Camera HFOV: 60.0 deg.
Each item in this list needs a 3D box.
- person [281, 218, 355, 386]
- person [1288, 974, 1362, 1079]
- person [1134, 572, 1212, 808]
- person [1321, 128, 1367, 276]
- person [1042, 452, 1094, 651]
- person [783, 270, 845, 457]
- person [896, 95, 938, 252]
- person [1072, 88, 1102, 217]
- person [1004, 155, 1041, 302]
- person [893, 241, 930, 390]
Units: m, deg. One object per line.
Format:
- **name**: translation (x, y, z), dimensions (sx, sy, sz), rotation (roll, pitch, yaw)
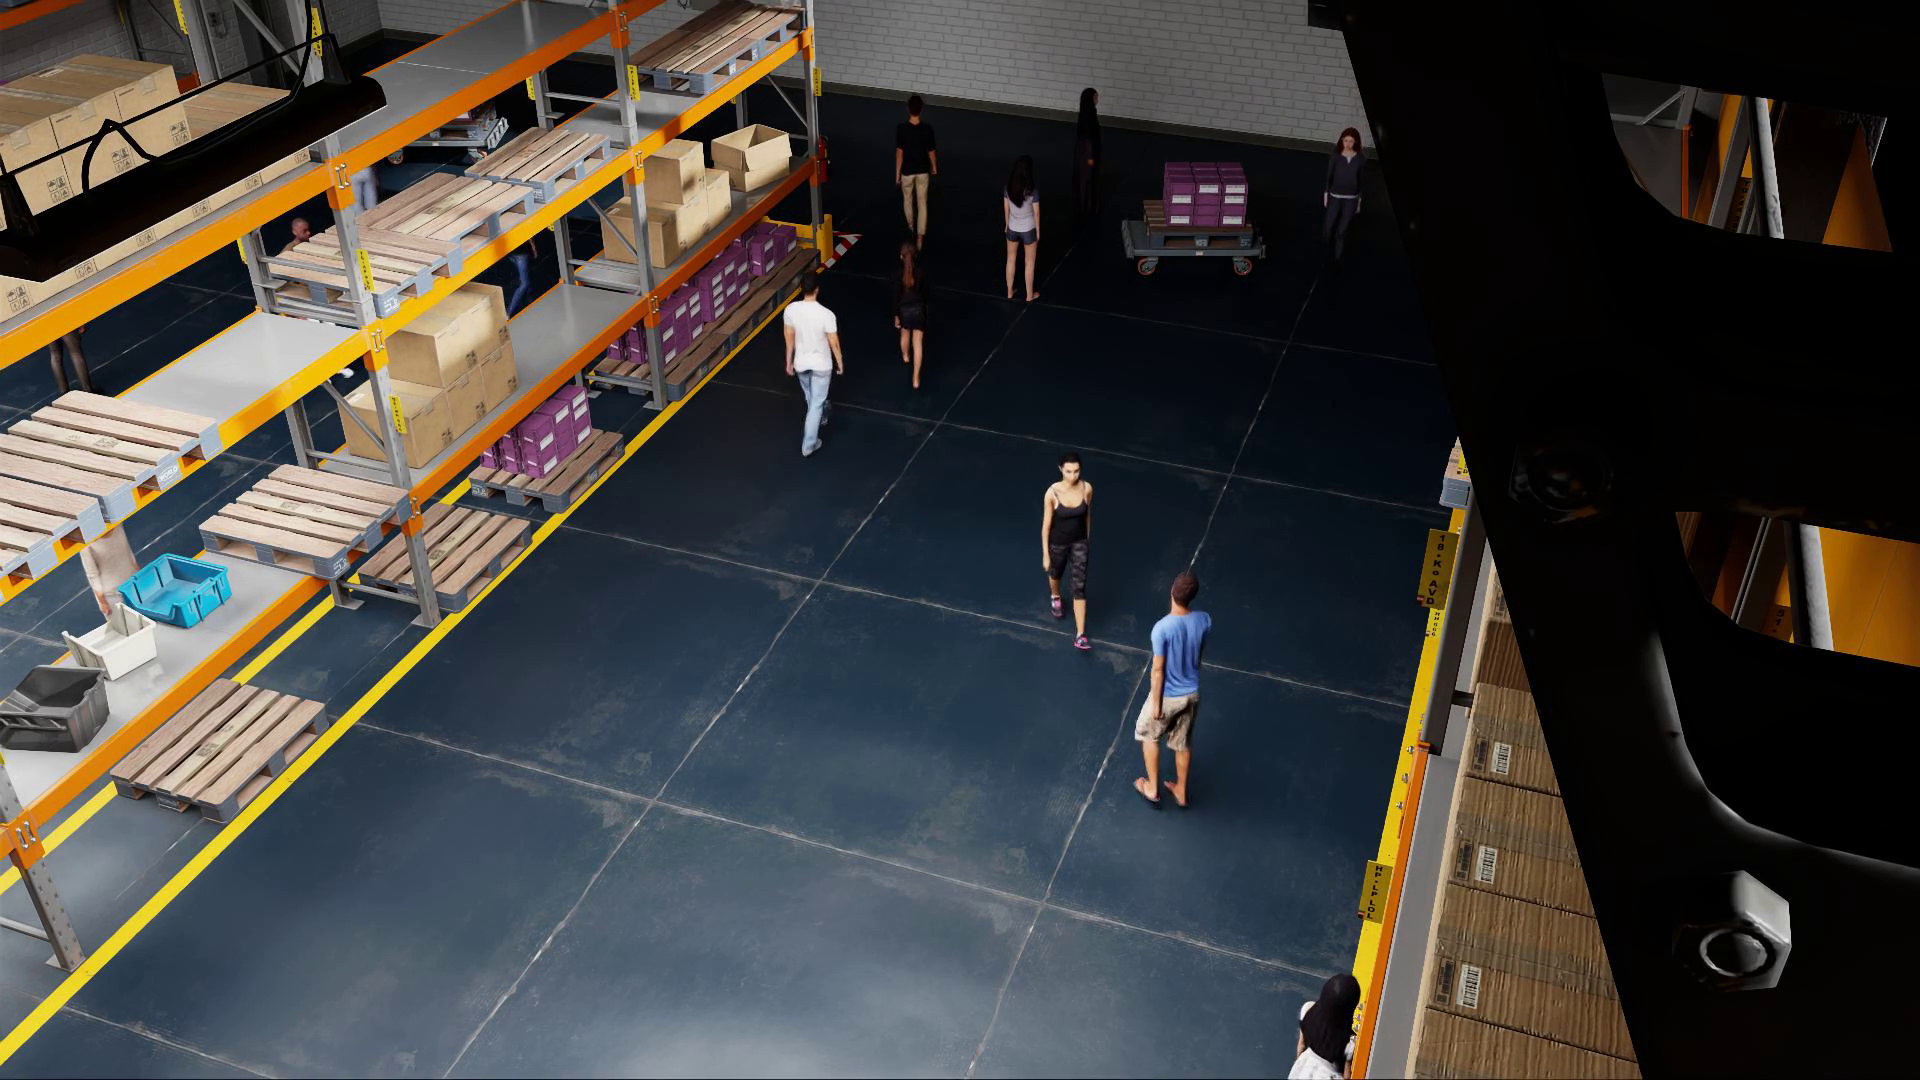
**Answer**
- **person**: translation (-6.693, -2.491, 17.230), dimensions (0.823, 1.817, 0.604), rotation (20, 38, 27)
- **person**: translation (1.949, 3.005, 9.004), dimensions (0.801, 1.769, 0.771), rotation (-24, 40, -31)
- **person**: translation (1.545, 1.126, 11.778), dimensions (0.845, 1.827, 0.903), rotation (-20, 39, -27)
- **person**: translation (4.517, -4.021, 19.572), dimensions (0.629, 1.771, 0.729), rotation (8, 34, 12)
- **person**: translation (0.840, -0.002, 13.604), dimensions (0.998, 1.684, 1.222), rotation (-7, 34, -10)
- **person**: translation (-1.450, -1.654, 15.965), dimensions (0.700, 1.822, 1.086), rotation (12, 36, 18)
- **person**: translation (-0.527, -4.387, 20.087), dimensions (0.979, 1.810, 1.252), rotation (-2, 34, -3)
- **person**: translation (1.607, -4.929, 21.080), dimensions (0.748, 1.615, 0.636), rotation (0, 34, 0)
- **person**: translation (0.700, -3.548, 18.918), dimensions (0.610, 1.707, 0.547), rotation (15, 36, 21)
- **person**: translation (-0.495, -2.305, 17.219), dimensions (0.788, 1.518, 1.094), rotation (-1, 34, -1)
